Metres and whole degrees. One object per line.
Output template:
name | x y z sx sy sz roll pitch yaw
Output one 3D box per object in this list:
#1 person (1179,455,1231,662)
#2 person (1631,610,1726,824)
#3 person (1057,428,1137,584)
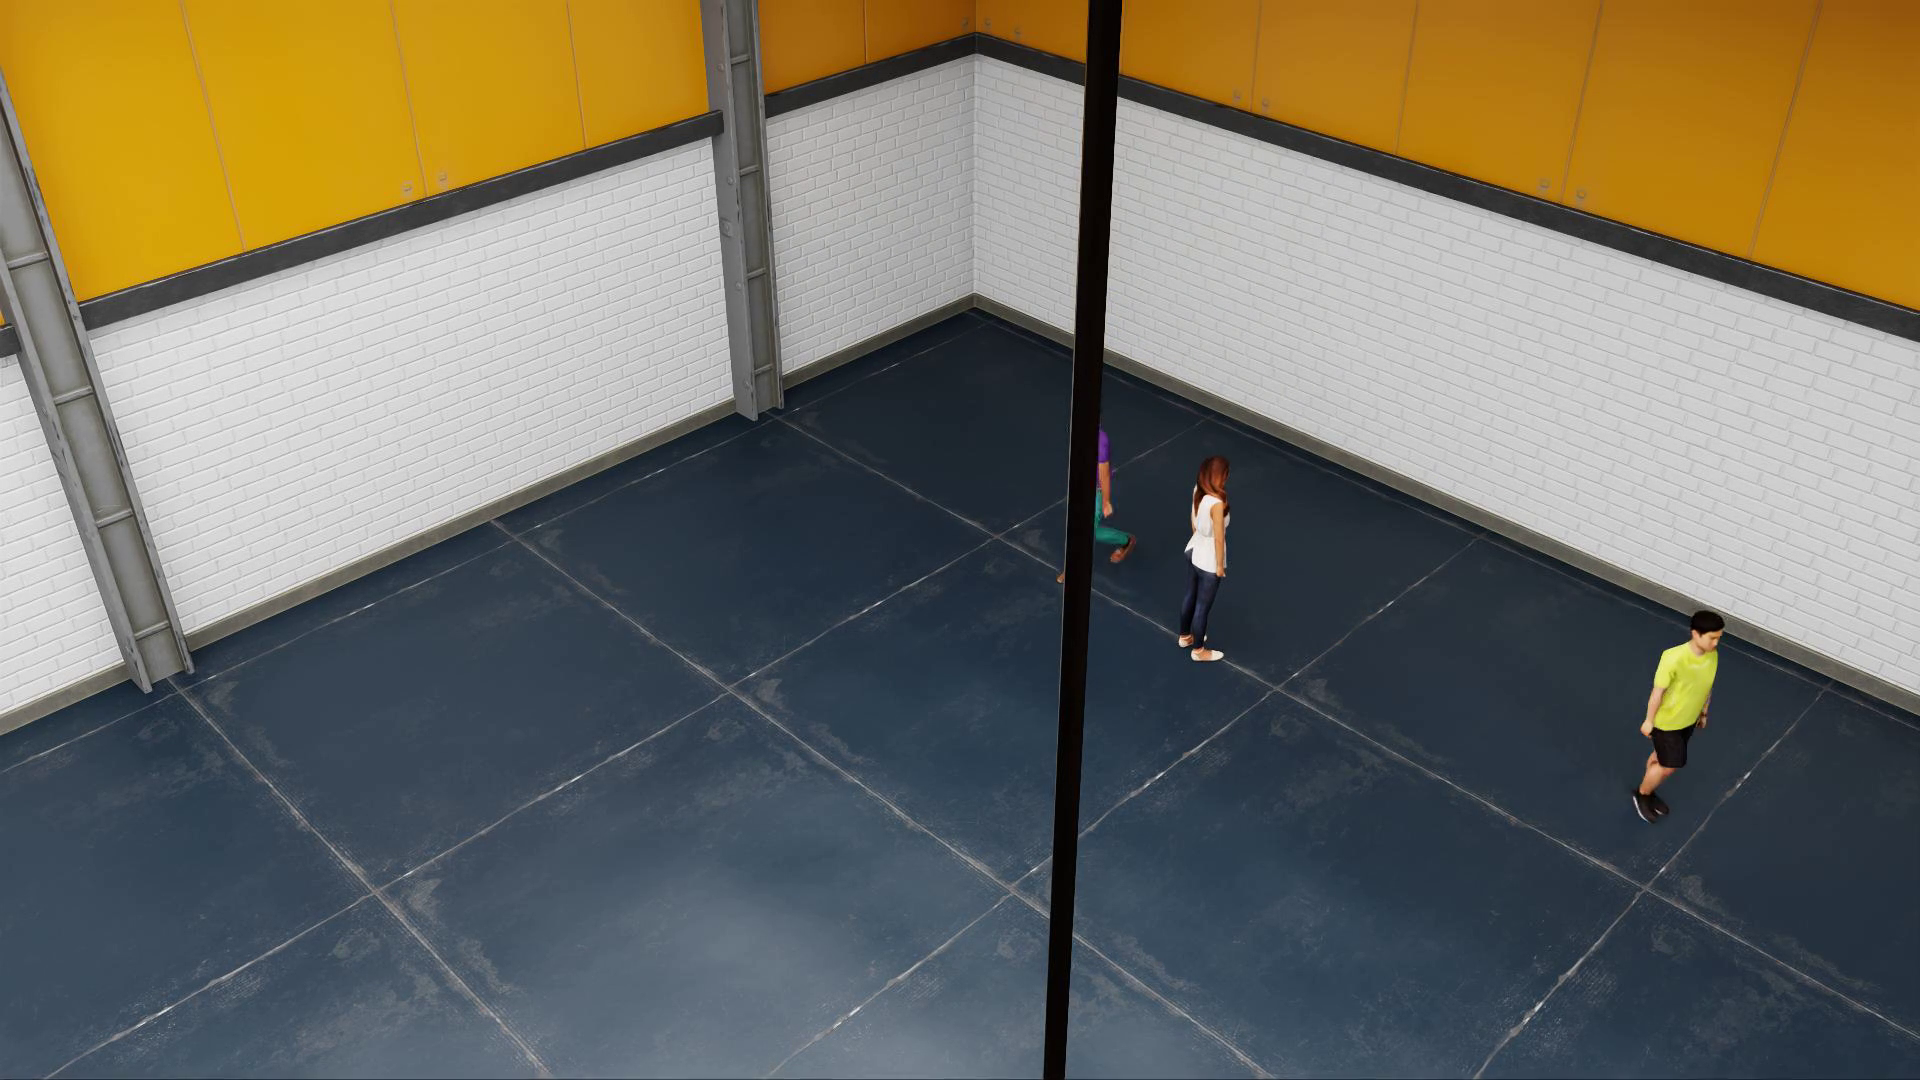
person | 1.866 0.134 12.746 0.670 1.782 0.669 -10 35 -15
person | 4.801 1.137 11.308 0.663 1.704 0.786 -16 37 -22
person | 1.137 -0.434 13.646 1.009 1.732 0.774 -19 38 -26
